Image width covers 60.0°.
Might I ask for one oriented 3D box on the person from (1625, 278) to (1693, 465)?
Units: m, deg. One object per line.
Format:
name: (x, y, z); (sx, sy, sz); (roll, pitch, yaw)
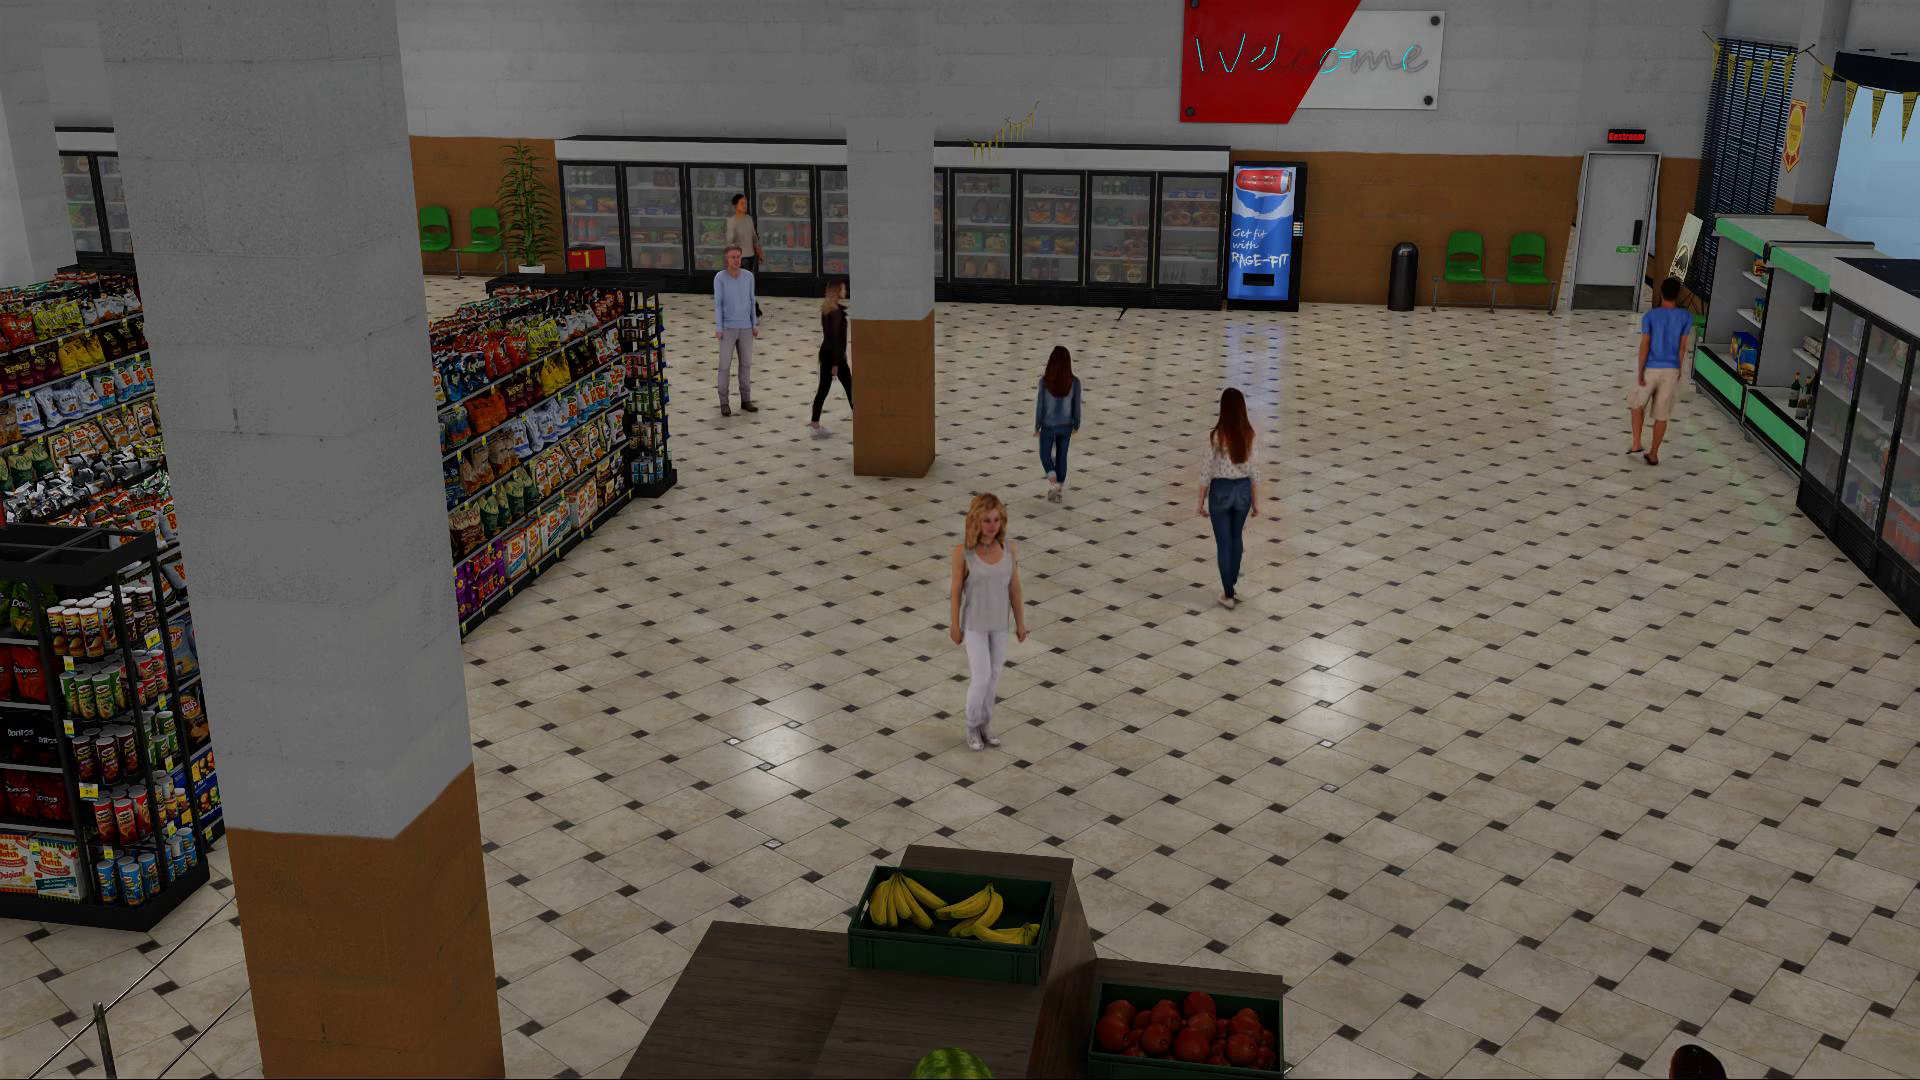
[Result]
person: (6.968, -1.652, 16.501); (0.648, 1.849, 0.664); (4, 19, 12)

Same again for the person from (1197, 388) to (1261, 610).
person: (2.091, -0.293, 12.678); (0.718, 1.717, 0.754); (-4, 19, -11)

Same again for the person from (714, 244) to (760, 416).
person: (-2.507, -2.358, 18.524); (0.752, 1.893, 0.792); (-10, 21, -28)

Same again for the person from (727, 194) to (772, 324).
person: (-3.127, -3.962, 23.469); (0.966, 1.775, 1.177); (11, 21, 29)

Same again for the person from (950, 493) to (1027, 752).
person: (0.132, 0.487, 10.458); (0.714, 1.657, 0.759); (-10, 21, -27)

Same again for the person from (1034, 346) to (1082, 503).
person: (0.897, -1.030, 15.255); (0.686, 1.466, 0.766); (-3, 19, -7)
